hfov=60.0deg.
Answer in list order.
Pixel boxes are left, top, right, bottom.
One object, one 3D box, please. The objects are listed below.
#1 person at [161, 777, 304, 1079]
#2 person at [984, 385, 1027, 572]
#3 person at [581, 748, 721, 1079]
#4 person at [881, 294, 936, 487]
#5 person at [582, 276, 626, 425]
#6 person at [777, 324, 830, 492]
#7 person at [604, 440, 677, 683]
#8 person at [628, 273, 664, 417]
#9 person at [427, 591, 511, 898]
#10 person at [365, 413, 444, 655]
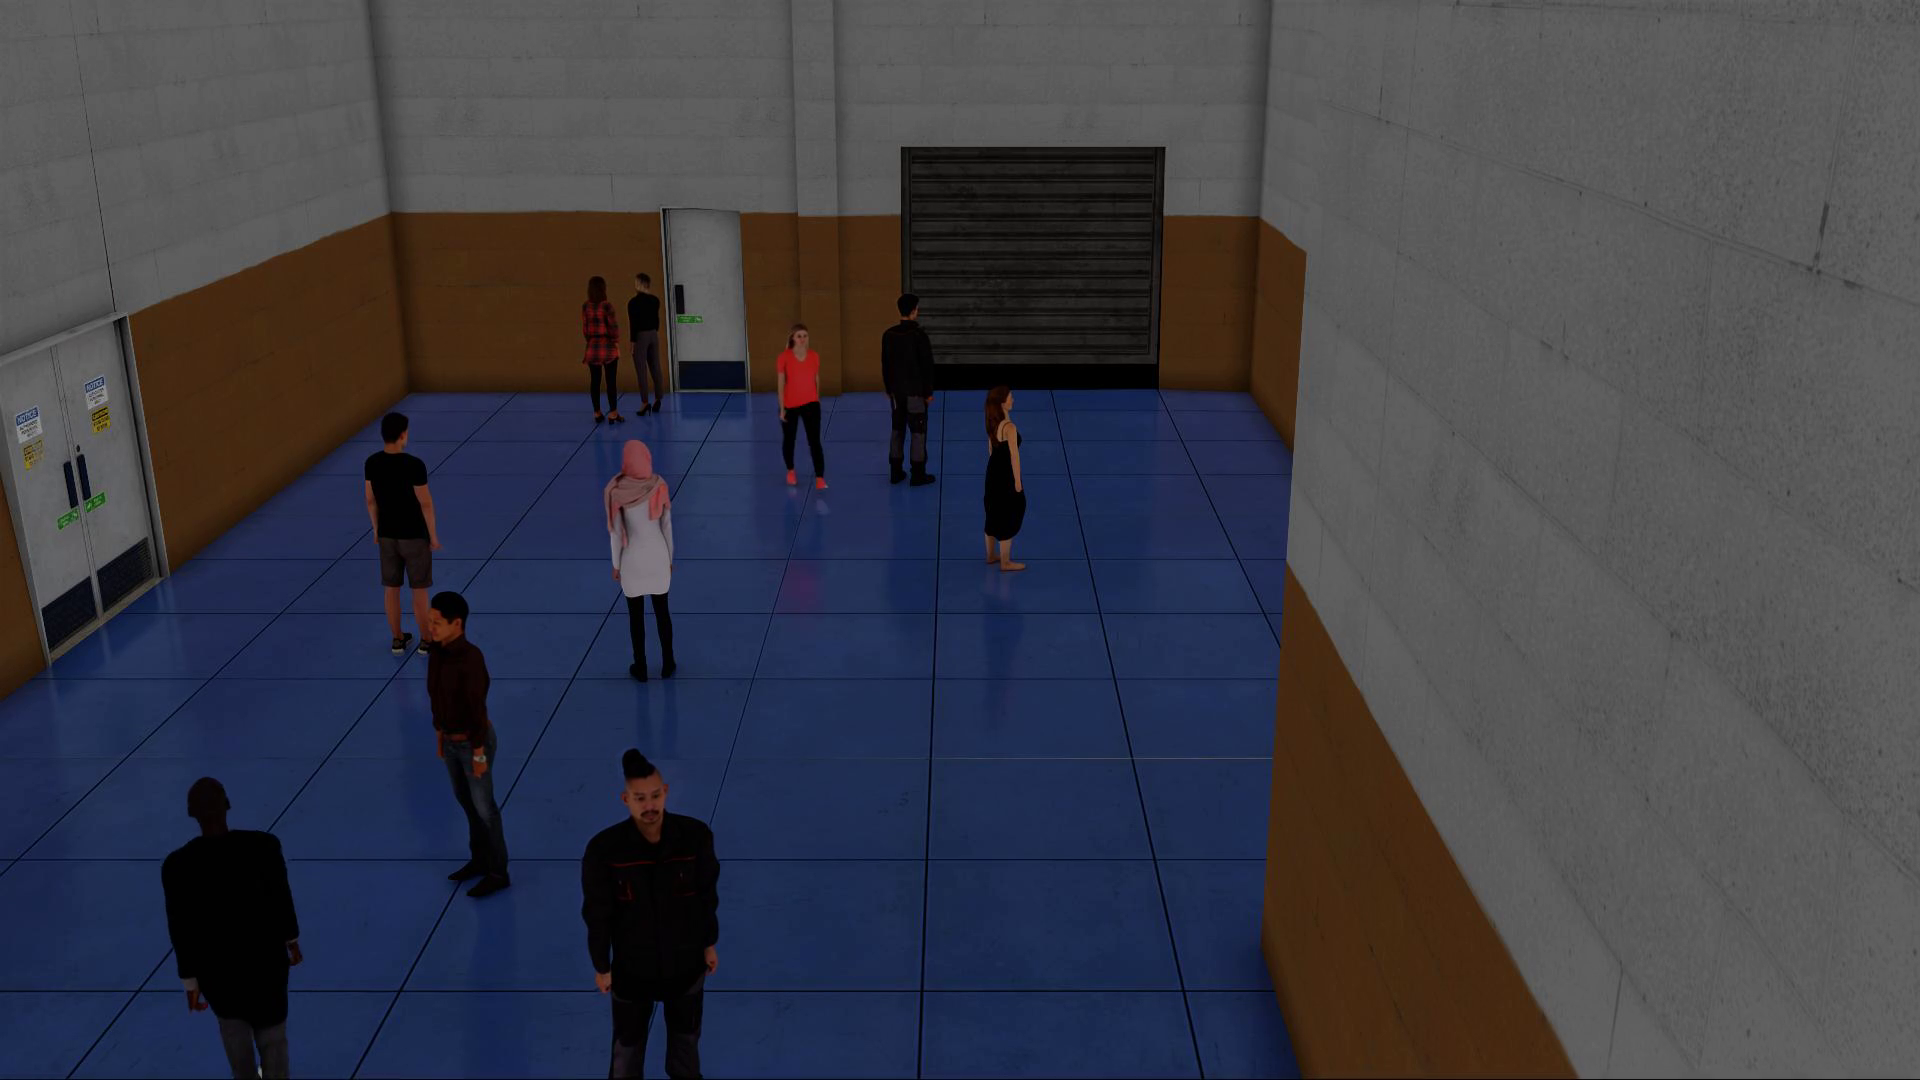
[{"bbox_3d":[-3.051,1.857,7.074,1.182,1.729,1.011,-8,20,-21],"label":"person"},{"bbox_3d":[0.360,-0.545,14.359,0.706,1.625,0.667,-10,21,-28],"label":"person"},{"bbox_3d":[-1.314,1.751,7.146,0.724,1.860,0.902,-8,20,-23],"label":"person"},{"bbox_3d":[-0.523,-1.518,16.743,0.719,1.946,0.854,10,21,27],"label":"person"},{"bbox_3d":[-4.113,-2.183,19.097,0.616,1.702,0.746,7,20,21],"label":"person"},{"bbox_3d":[-1.646,-1.326,16.627,1.058,1.655,0.896,-6,19,-17],"label":"person"},{"bbox_3d":[-2.288,0.149,12.024,0.621,1.803,0.752,-6,19,-17],"label":"person"},{"bbox_3d":[-3.675,-2.291,19.465,0.709,1.672,0.675,14,23,35],"label":"person"},{"bbox_3d":[-2.711,1.115,9.198,0.678,1.778,0.755,16,24,39],"label":"person"},{"bbox_3d":[-4.208,-0.048,12.524,0.569,1.855,0.777,3,19,9],"label":"person"}]
